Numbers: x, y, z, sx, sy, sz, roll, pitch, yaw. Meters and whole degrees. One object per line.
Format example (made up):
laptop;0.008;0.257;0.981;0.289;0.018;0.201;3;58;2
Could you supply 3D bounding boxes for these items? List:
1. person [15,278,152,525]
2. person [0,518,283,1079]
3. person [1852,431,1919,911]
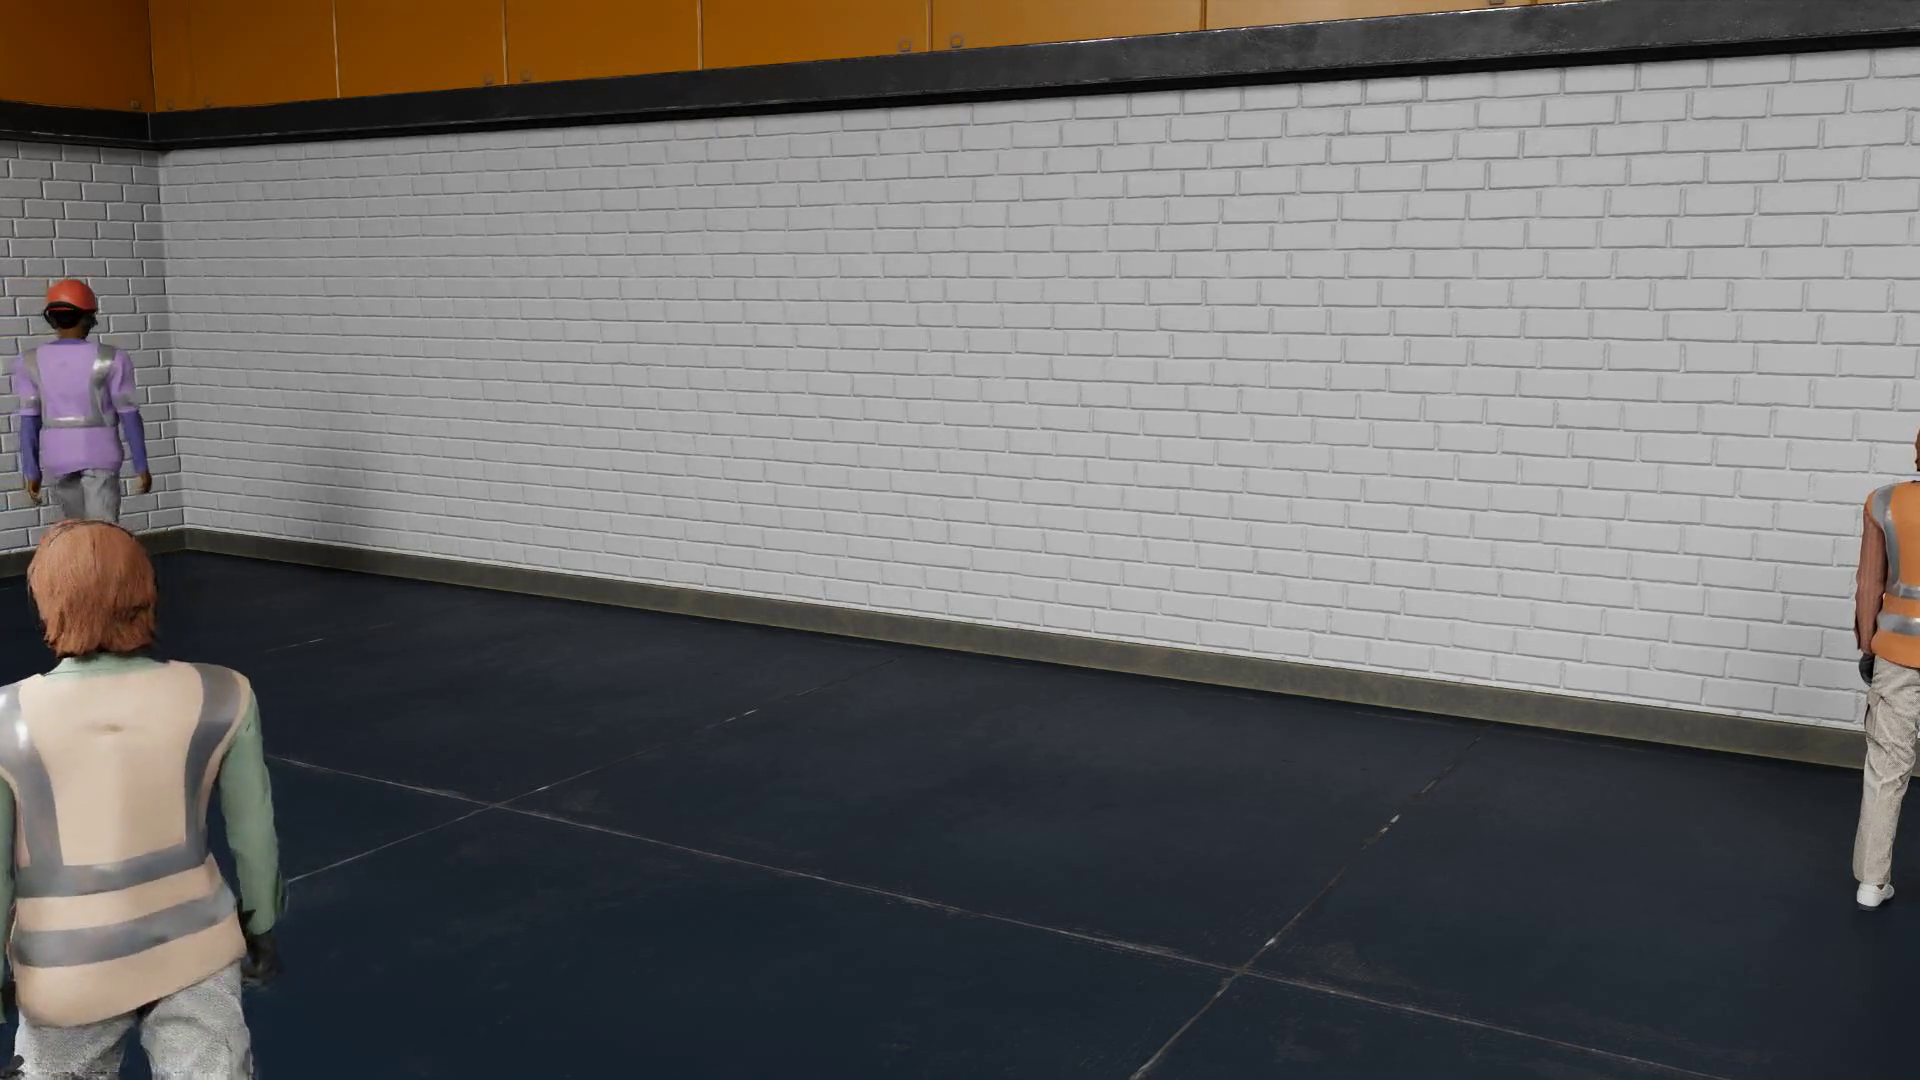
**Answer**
person;-4.894;-0.448;9.251;0.617;2.013;0.999;-1;9;-4
person;-1.497;0.755;2.991;0.546;1.594;0.849;-6;11;-35
person;3.028;0.388;5.150;0.308;1.641;0.514;-7;12;-38
